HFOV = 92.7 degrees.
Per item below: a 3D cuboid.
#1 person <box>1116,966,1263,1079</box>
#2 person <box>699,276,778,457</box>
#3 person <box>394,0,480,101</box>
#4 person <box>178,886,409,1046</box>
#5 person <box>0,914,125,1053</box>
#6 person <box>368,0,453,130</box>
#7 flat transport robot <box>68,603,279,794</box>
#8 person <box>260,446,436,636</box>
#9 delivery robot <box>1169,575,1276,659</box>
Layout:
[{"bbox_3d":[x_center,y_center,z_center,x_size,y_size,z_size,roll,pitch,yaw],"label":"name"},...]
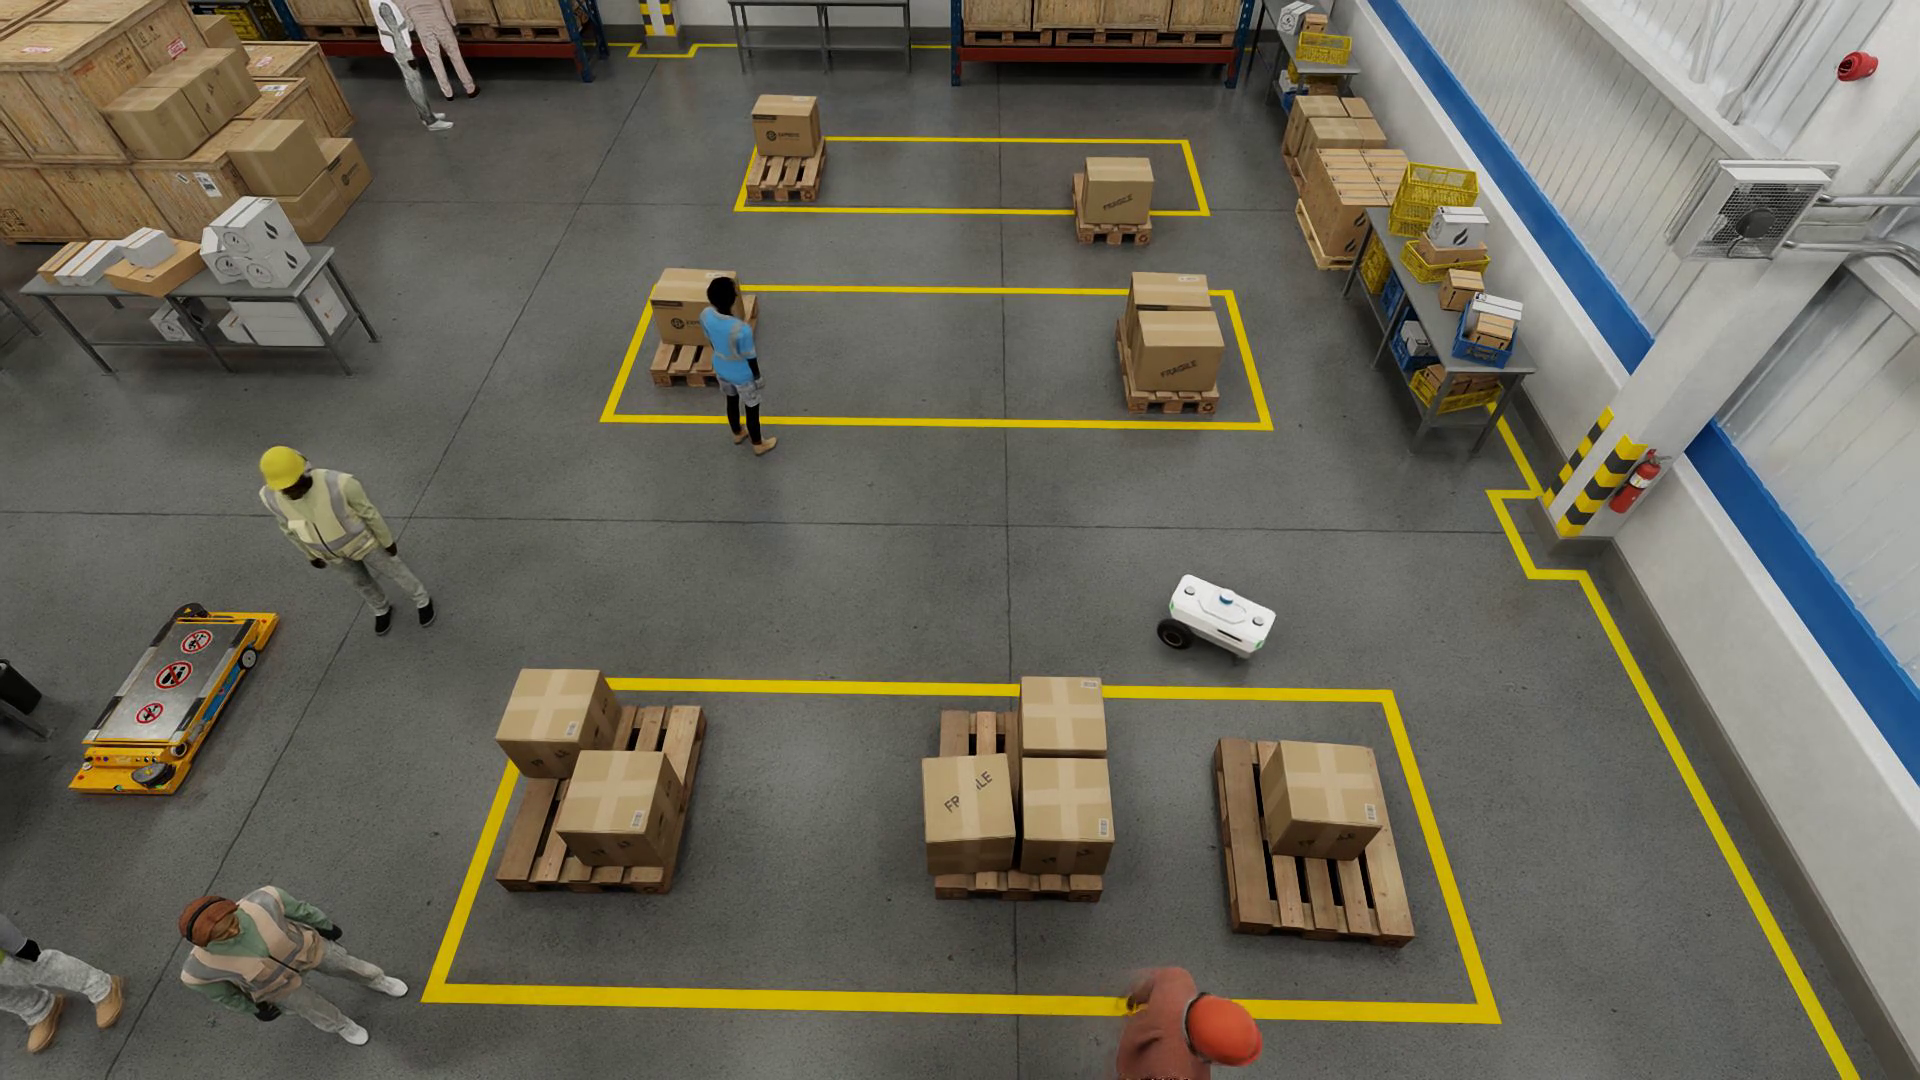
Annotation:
[{"bbox_3d":[0.823,2.413,4.226,0.971,1.946,0.667,4,50,3],"label":"person"},{"bbox_3d":[-1.856,-1.422,7.631,0.535,1.692,0.319,29,56,22],"label":"person"},{"bbox_3d":[-6.952,-6.811,12.049,0.651,1.906,0.401,-12,51,-10],"label":"person"},{"bbox_3d":[-3.386,2.155,4.641,0.313,1.634,0.514,19,52,15],"label":"person"},{"bbox_3d":[-4.994,2.112,4.542,0.634,1.839,0.428,-16,52,-13],"label":"person"},{"bbox_3d":[-7.004,-6.164,11.496,0.399,1.916,0.590,-27,55,-21],"label":"person"},{"bbox_3d":[-5.504,1.072,6.442,0.652,0.197,1.431,1,50,1],"label":"flat transport robot"},{"bbox_3d":[-4.233,0.022,6.324,0.594,1.825,0.404,-10,51,-9],"label":"person"},{"bbox_3d":[1.894,0.540,6.648,0.707,0.478,0.477,25,54,20],"label":"delivery robot"}]
